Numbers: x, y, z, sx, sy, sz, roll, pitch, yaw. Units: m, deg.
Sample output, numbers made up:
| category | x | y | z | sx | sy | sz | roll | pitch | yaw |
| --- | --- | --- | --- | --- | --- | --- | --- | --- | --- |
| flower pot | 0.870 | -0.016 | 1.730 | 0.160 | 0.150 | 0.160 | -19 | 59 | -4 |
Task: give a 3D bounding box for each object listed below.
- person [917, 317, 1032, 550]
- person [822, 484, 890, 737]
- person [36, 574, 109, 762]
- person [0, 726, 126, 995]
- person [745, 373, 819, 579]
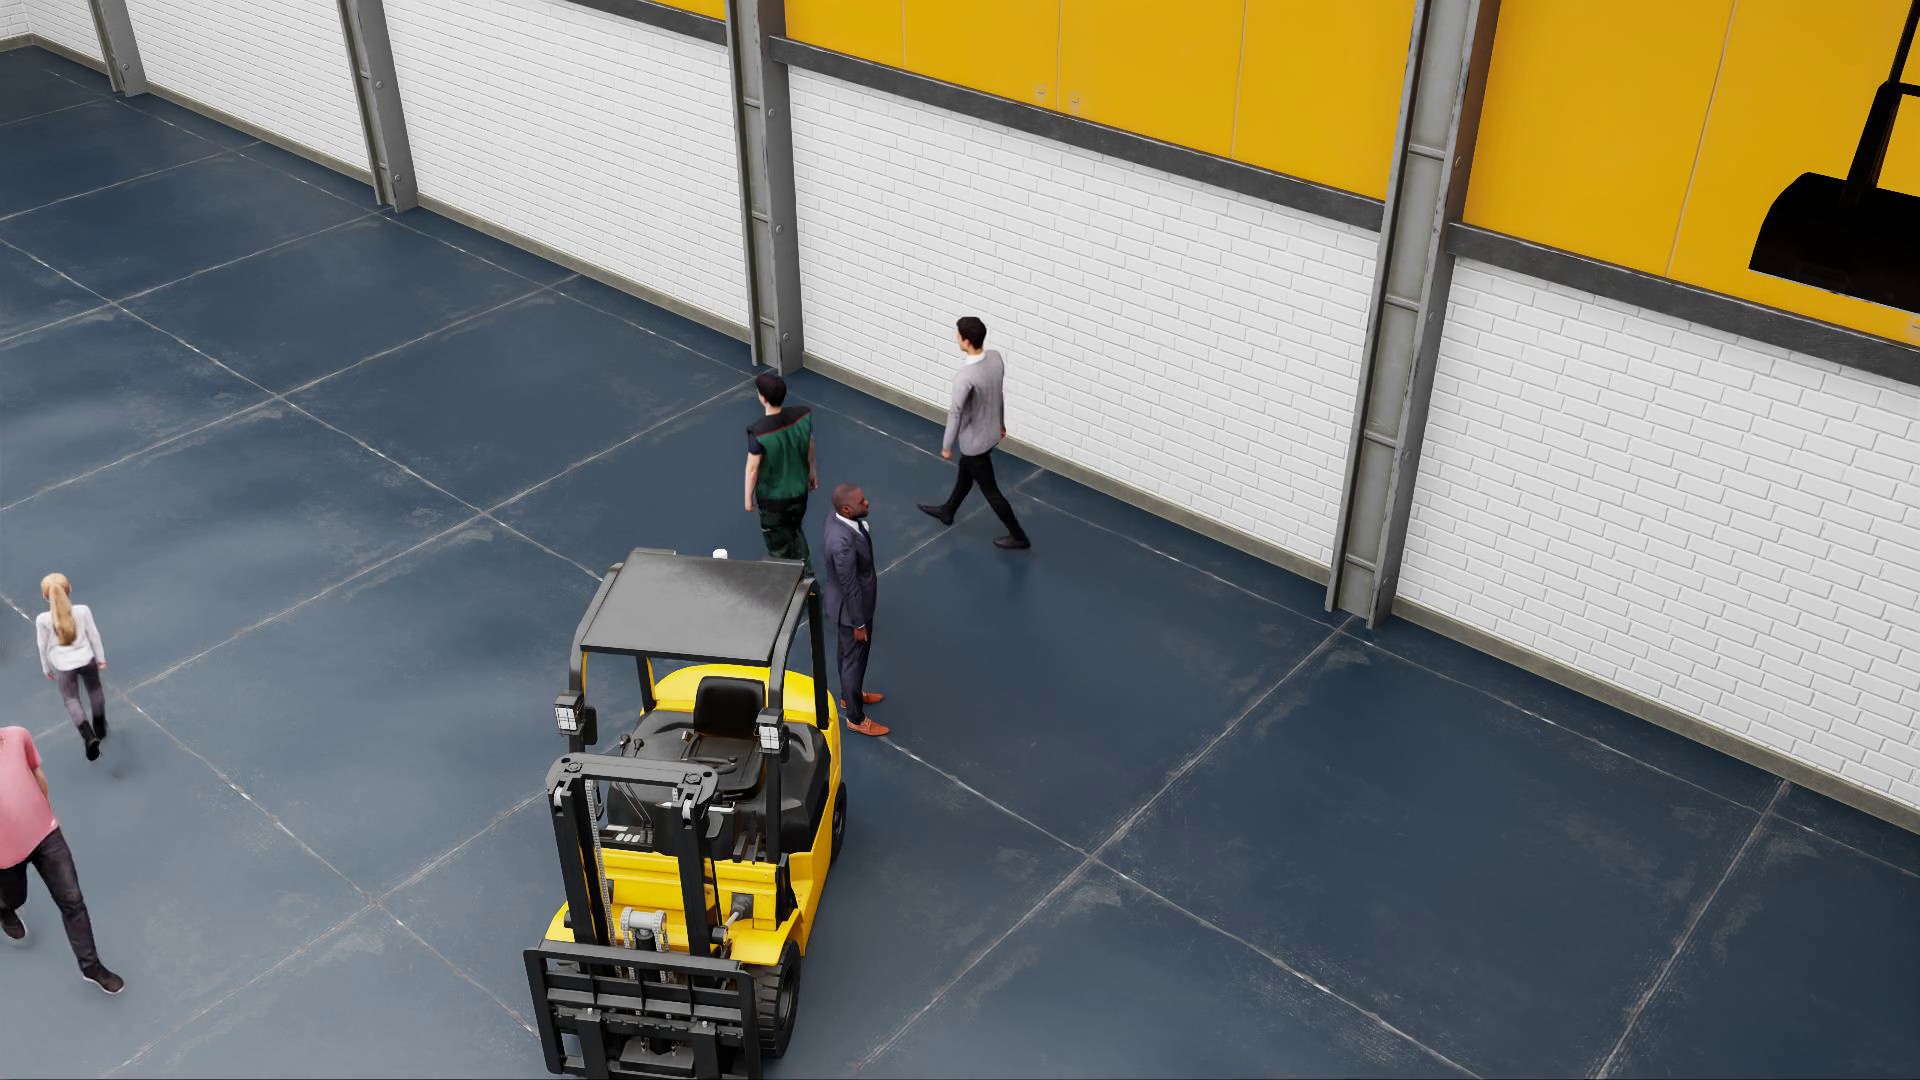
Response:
| category | x | y | z | sx | sy | sz | roll | pitch | yaw |
| --- | --- | --- | --- | --- | --- | --- | --- | --- | --- |
| person | 0.220 | -0.724 | 12.349 | 1.347 | 1.868 | 0.937 | 18 | 37 | 24 |
| person | -0.693 | 0.420 | 10.668 | 0.846 | 1.824 | 0.775 | -4 | 34 | -6 |
| person | -5.617 | 0.816 | 10.577 | 0.661 | 1.265 | 0.844 | -23 | 40 | -30 |
| person | -5.056 | 1.571 | 8.846 | 1.261 | 1.924 | 0.759 | 20 | 39 | 27 |
| person | -1.196 | -0.301 | 11.691 | 0.741 | 1.893 | 0.669 | -27 | 42 | -34 |
